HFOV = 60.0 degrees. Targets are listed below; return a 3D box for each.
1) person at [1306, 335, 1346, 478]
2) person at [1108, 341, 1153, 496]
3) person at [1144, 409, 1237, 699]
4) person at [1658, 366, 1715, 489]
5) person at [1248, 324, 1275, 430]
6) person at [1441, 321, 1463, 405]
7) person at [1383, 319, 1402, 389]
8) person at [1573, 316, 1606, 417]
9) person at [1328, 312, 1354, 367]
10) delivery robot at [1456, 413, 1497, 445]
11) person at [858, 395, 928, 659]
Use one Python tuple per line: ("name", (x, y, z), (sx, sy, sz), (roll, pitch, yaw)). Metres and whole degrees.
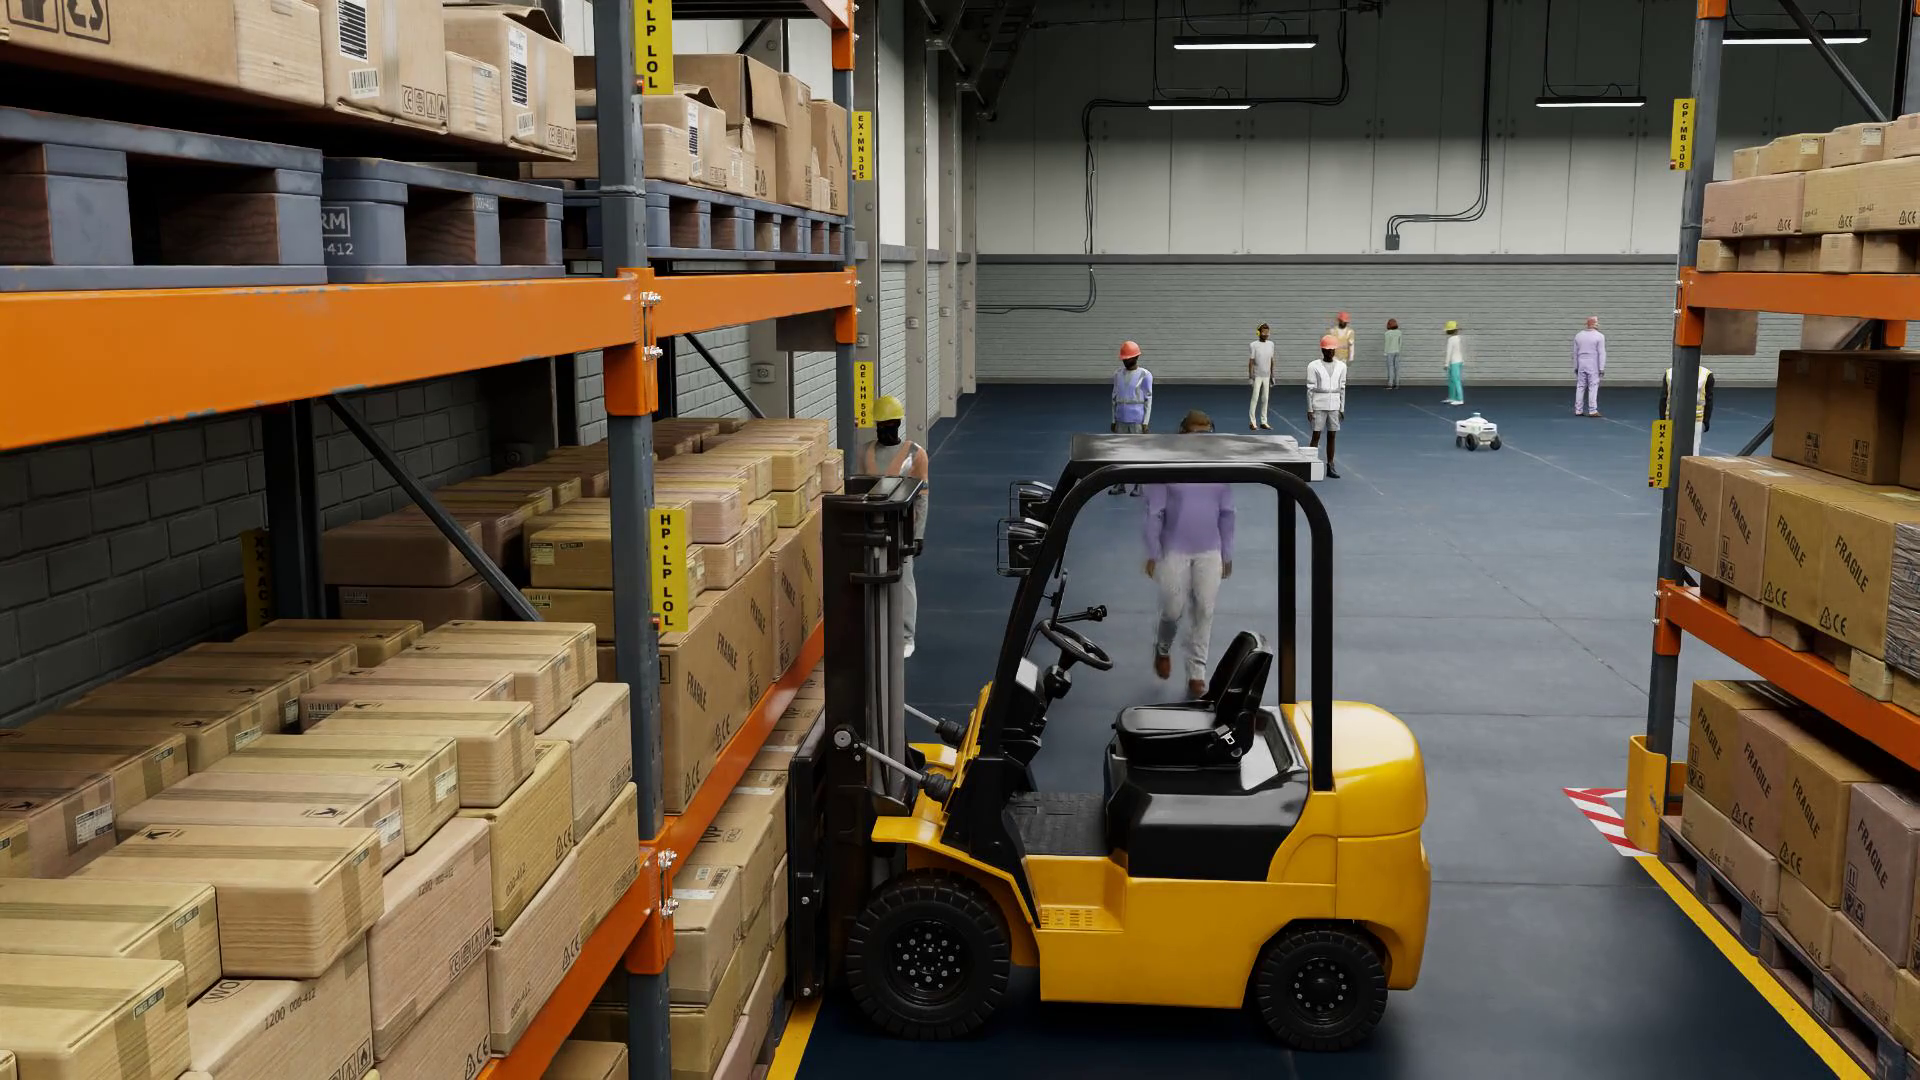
("person", (4.938, -1.790, 22.401), (0.547, 1.938, 0.359), (-1, 9, -8))
("person", (2.111, -1.503, 20.692), (0.543, 1.927, 0.375), (6, 11, 34))
("person", (1.533, 0.080, 11.089), (0.646, 1.928, 0.536), (-2, 10, -11))
("person", (9.229, -1.542, 21.186), (0.636, 1.842, 0.429), (6, 11, 33))
("person", (5.262, -2.839, 28.999), (0.516, 1.865, 0.312), (-4, 10, -24))
("person", (10.124, -3.632, 34.185), (0.554, 1.730, 0.554), (5, 10, 26))
("person", (10.064, -4.334, 38.736), (0.498, 1.633, 0.284), (-5, 11, -29))
("person", (11.946, -3.277, 31.514), (0.400, 1.905, 0.644), (-6, 11, -33))
("person", (8.053, -3.895, 35.330), (0.582, 1.872, 1.017), (0, 9, 1))
("delivery robot", (8.068, -1.738, 25.983), (0.477, 0.478, 0.707), (-2, 10, -13))
("person", (-0.513, -0.094, 12.156), (0.585, 1.927, 0.366), (5, 10, 26))
